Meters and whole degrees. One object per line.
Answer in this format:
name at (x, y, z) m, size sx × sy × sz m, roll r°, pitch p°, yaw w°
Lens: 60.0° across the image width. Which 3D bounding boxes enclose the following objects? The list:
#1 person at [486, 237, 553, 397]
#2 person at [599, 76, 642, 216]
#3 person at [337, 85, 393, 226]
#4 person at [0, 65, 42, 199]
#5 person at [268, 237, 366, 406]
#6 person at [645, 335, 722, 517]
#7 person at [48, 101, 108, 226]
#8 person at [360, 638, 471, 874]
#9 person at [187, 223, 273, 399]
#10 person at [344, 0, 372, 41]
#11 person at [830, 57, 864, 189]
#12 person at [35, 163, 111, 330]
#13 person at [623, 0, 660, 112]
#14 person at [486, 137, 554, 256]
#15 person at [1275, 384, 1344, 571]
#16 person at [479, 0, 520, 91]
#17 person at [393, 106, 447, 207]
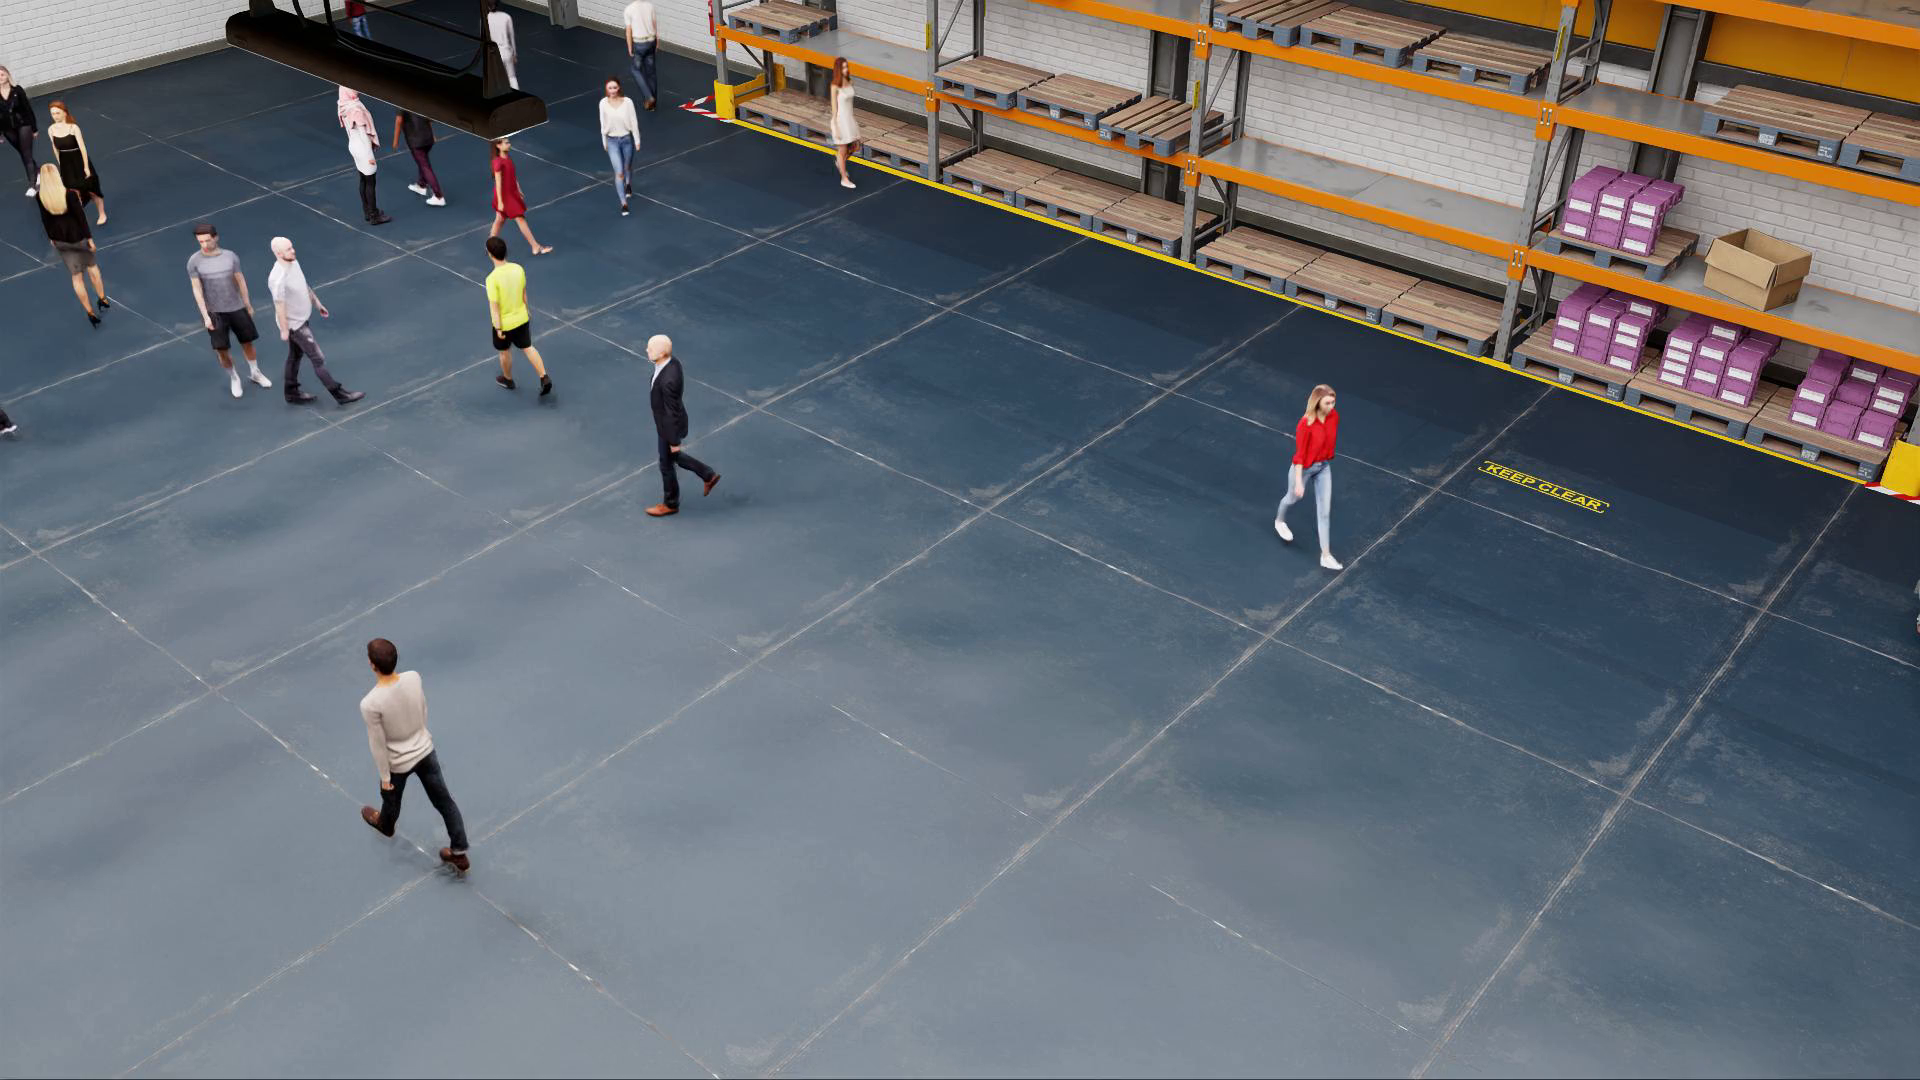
person at (-4.451, -2.212, 16.689) m, size 1.046 × 1.687 × 0.665 m, roll 27°, pitch 42°, yaw 34°
person at (-4.269, -5.008, 20.924) m, size 1.048 × 1.656 × 1.179 m, roll -6°, pitch 34°, yaw -10°
person at (-7.353, -4.769, 20.429) m, size 0.710 × 1.804 × 0.557 m, roll -27°, pitch 42°, yaw -34°
person at (-12.056, -5.257, 21.319) m, size 1.096 × 1.632 × 1.221 m, roll -6°, pitch 34°, yaw -9°
person at (-6.673, -2.145, 16.492) m, size 1.158 × 1.793 × 1.097 m, roll -3°, pitch 34°, yaw -4°
person at (-2.504, -1.034, 14.822) m, size 1.071 × 1.791 × 1.033 m, roll -6°, pitch 34°, yaw -8°
person at (-10.770, -4.590, 20.353) m, size 0.980 × 1.591 × 1.047 m, roll -4°, pitch 34°, yaw -6°
person at (-3.586, 1.484, 11.016) m, size 1.184 × 1.811 × 0.728 m, roll 22°, pitch 39°, yaw 29°
person at (-7.430, -2.339, 16.727) m, size 0.777 × 1.856 × 0.832 m, roll -25°, pitch 41°, yaw -33°
person at (-9.516, -8.309, 26.251) m, size 0.557 × 1.255 × 0.552 m, roll 13°, pitch 36°, yaw 19°
person at (-1.557, -5.392, 21.460) m, size 0.603 × 1.701 × 0.721 m, roll -28°, pitch 43°, yaw -35°
person at (-9.598, -3.133, 17.954) m, size 0.898 × 1.821 × 0.981 m, roll -7°, pitch 34°, yaw -10°
person at (-4.485, -7.032, 23.798) m, size 0.793 × 1.844 × 0.878 m, roll -20°, pitch 38°, yaw -27°
person at (-5.428, -4.059, 19.626) m, size 1.083 × 1.511 × 0.976 m, roll 0°, pitch 34°, yaw 0°
person at (2.961, -0.608, 14.309) m, size 0.940 × 1.651 × 1.225 m, roll -16°, pitch 37°, yaw -22°
person at (-6.530, -6.868, 23.661) m, size 0.816 × 1.723 × 0.894 m, roll -14°, pitch 36°, yaw -20°
person at (-6.744, -5.052, 20.909) m, size 1.032 × 1.744 × 0.816 m, roll 13°, pitch 36°, yaw 18°
